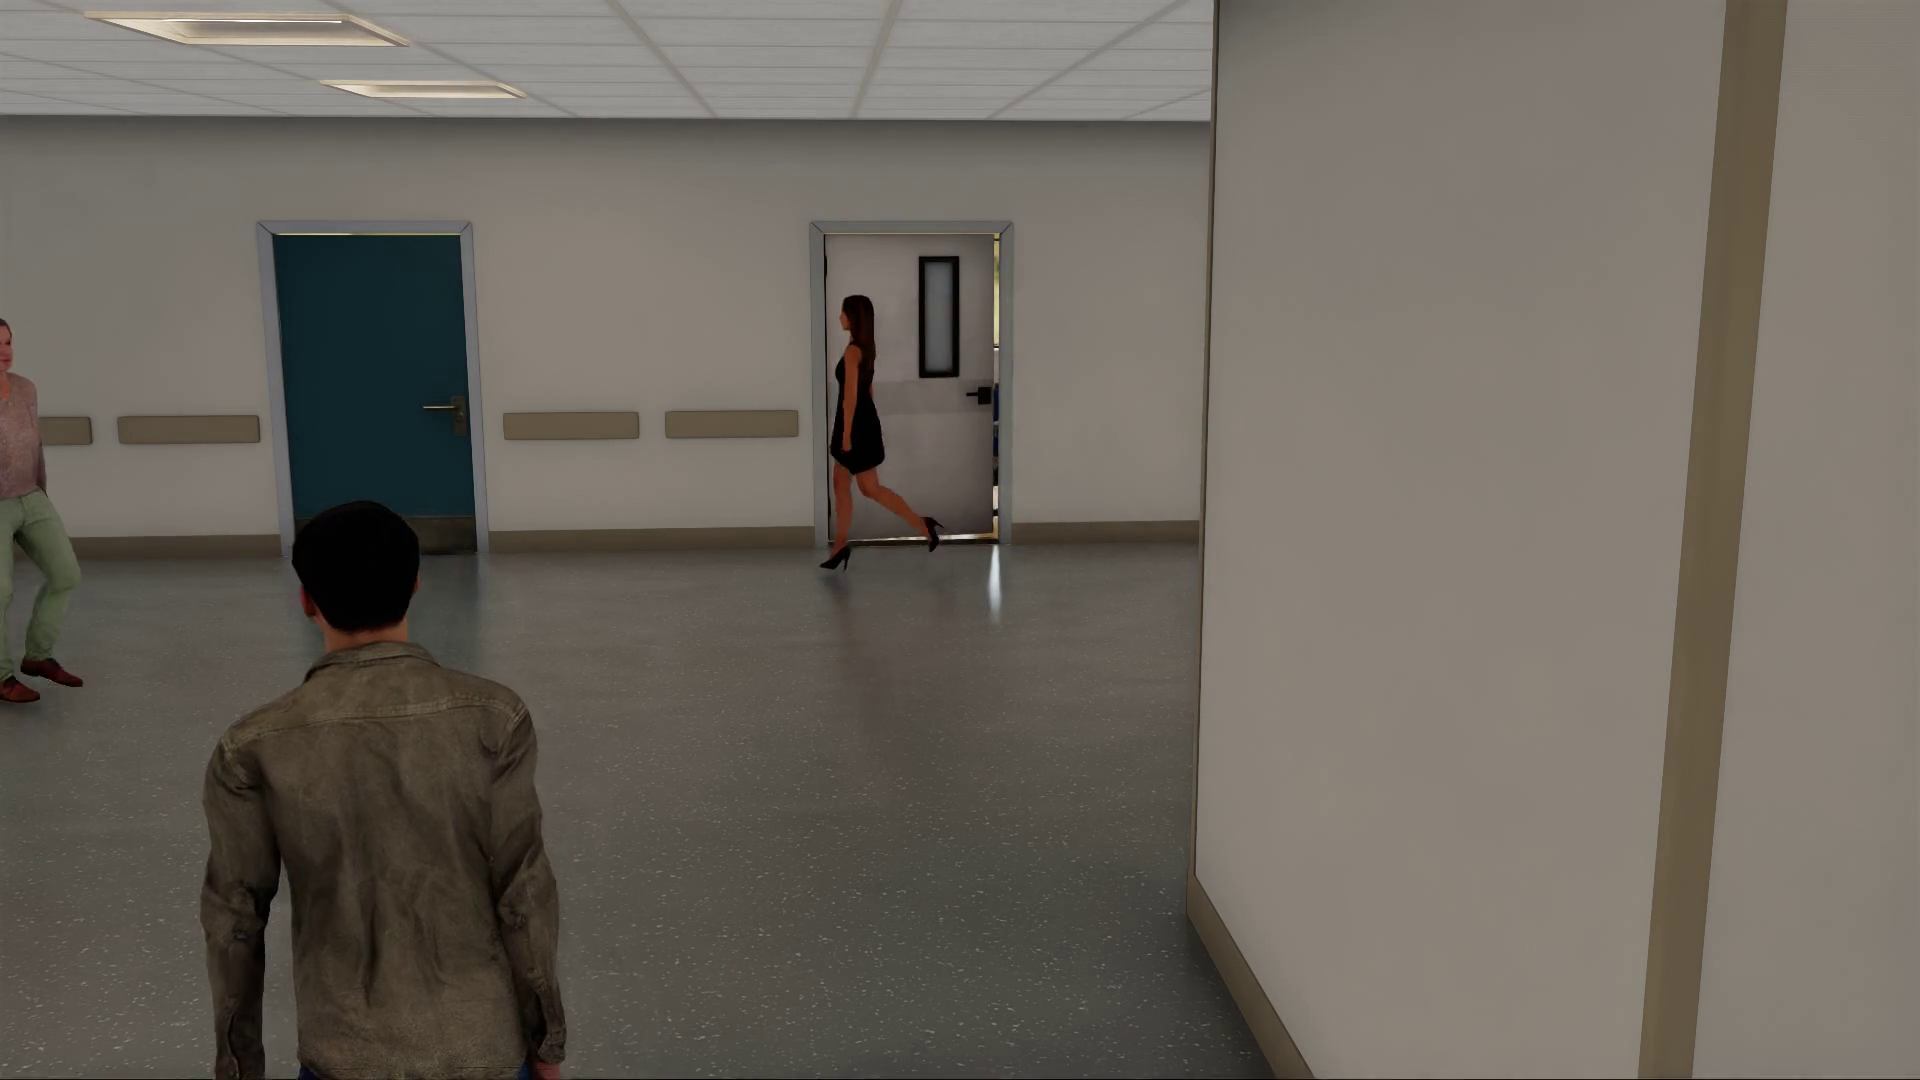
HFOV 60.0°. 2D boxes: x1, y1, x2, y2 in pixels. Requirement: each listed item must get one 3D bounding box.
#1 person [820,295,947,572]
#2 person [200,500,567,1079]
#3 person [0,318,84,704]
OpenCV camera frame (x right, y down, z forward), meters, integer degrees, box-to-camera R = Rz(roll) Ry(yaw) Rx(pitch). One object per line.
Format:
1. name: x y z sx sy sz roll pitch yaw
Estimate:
1. person: -0.568 -0.655 10.824 1.142 1.812 0.773 2 11 11
2. person: -0.837 0.903 2.630 1.269 1.804 1.098 -6 12 -27
3. person: -4.653 -0.141 7.987 0.830 1.858 0.815 4 11 19
